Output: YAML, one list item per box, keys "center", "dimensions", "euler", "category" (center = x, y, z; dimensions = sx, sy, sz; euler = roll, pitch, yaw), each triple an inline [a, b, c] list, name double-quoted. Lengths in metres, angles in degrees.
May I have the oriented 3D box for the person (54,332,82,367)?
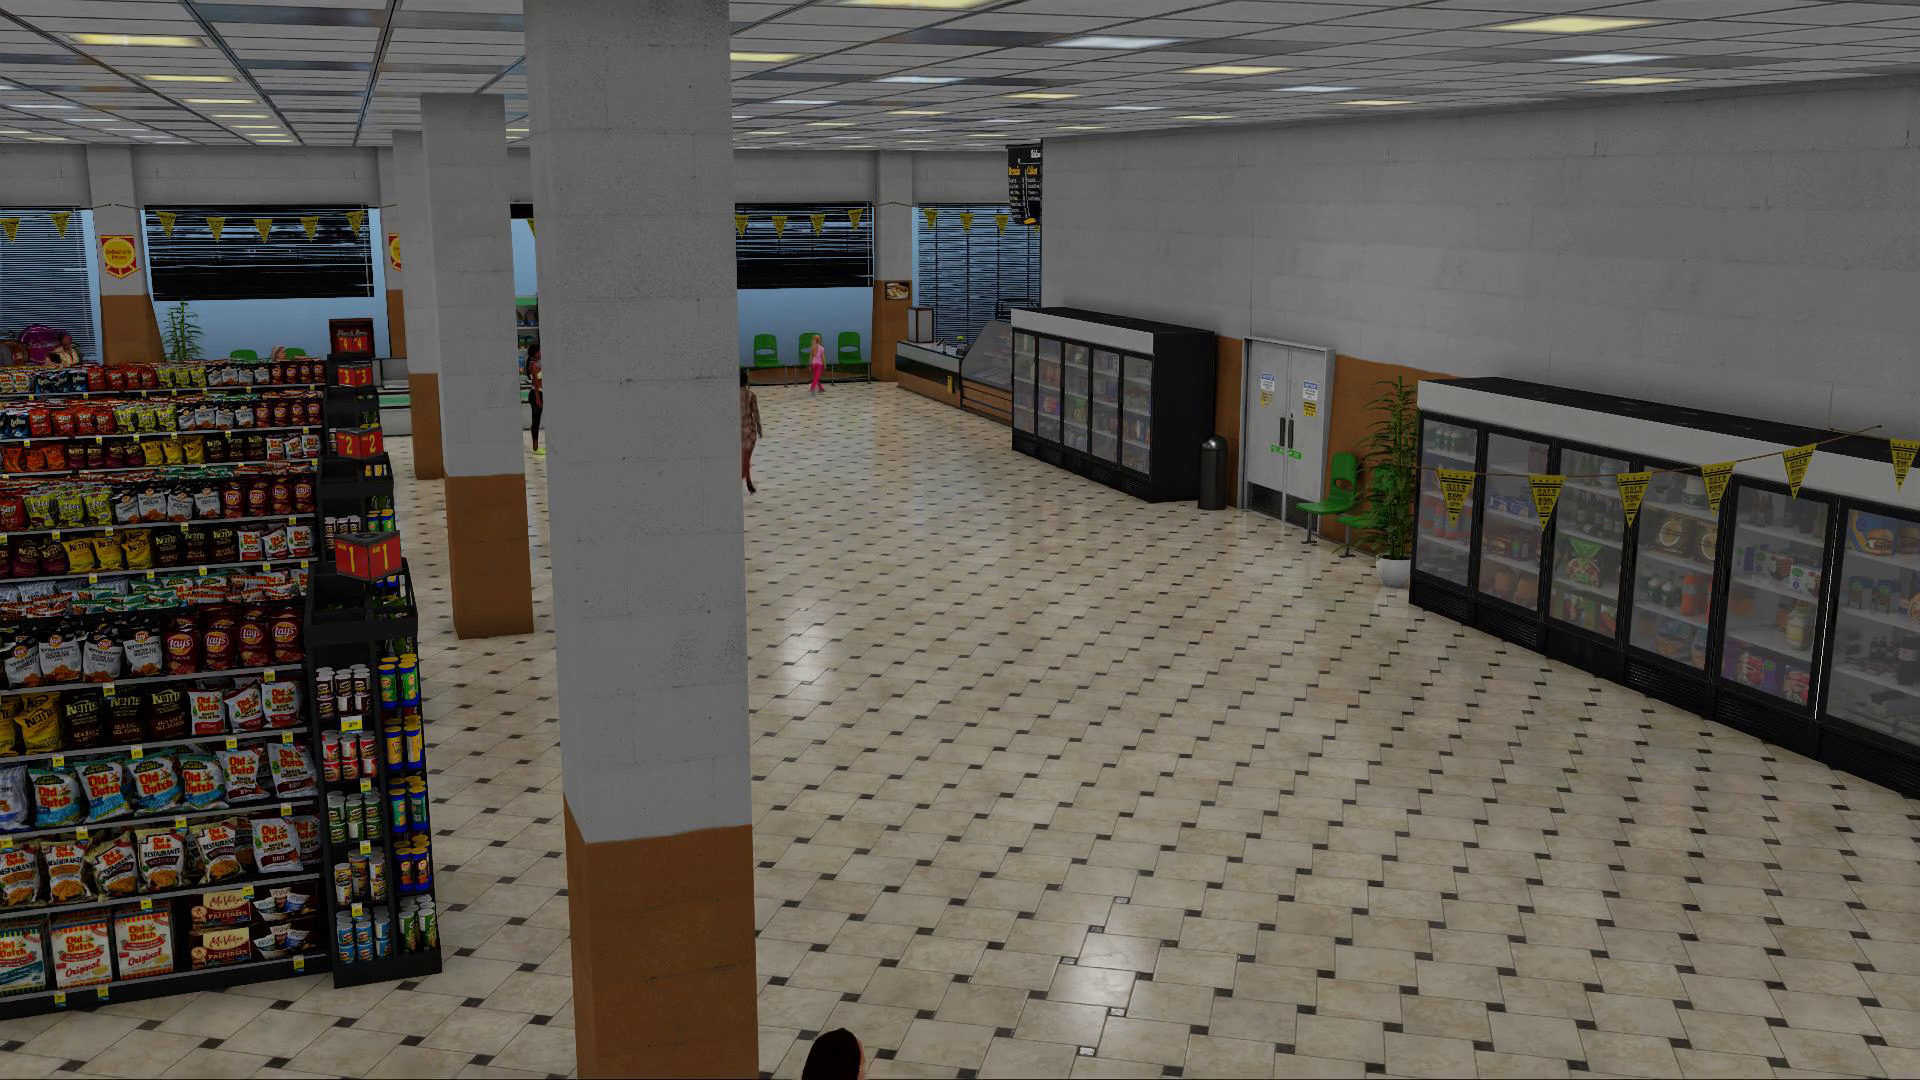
- center: [-15.484, -2.692, 28.737]
  dimensions: [1.106, 1.752, 0.939]
  euler: [2, 12, 11]
  category: "person"

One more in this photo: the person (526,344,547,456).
- center: [-6.810, -2.261, 26.680]
  dimensions: [0.546, 1.755, 0.580]
  euler: [-3, 12, -12]
  category: "person"

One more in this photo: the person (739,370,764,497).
- center: [-2.937, -1.376, 22.490]
  dimensions: [1.087, 1.751, 1.080]
  euler: [4, 13, 19]
  category: "person"

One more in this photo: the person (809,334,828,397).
- center: [-2.961, -3.576, 34.155]
  dimensions: [0.849, 1.248, 0.954]
  euler: [7, 14, 29]
  category: "person"
